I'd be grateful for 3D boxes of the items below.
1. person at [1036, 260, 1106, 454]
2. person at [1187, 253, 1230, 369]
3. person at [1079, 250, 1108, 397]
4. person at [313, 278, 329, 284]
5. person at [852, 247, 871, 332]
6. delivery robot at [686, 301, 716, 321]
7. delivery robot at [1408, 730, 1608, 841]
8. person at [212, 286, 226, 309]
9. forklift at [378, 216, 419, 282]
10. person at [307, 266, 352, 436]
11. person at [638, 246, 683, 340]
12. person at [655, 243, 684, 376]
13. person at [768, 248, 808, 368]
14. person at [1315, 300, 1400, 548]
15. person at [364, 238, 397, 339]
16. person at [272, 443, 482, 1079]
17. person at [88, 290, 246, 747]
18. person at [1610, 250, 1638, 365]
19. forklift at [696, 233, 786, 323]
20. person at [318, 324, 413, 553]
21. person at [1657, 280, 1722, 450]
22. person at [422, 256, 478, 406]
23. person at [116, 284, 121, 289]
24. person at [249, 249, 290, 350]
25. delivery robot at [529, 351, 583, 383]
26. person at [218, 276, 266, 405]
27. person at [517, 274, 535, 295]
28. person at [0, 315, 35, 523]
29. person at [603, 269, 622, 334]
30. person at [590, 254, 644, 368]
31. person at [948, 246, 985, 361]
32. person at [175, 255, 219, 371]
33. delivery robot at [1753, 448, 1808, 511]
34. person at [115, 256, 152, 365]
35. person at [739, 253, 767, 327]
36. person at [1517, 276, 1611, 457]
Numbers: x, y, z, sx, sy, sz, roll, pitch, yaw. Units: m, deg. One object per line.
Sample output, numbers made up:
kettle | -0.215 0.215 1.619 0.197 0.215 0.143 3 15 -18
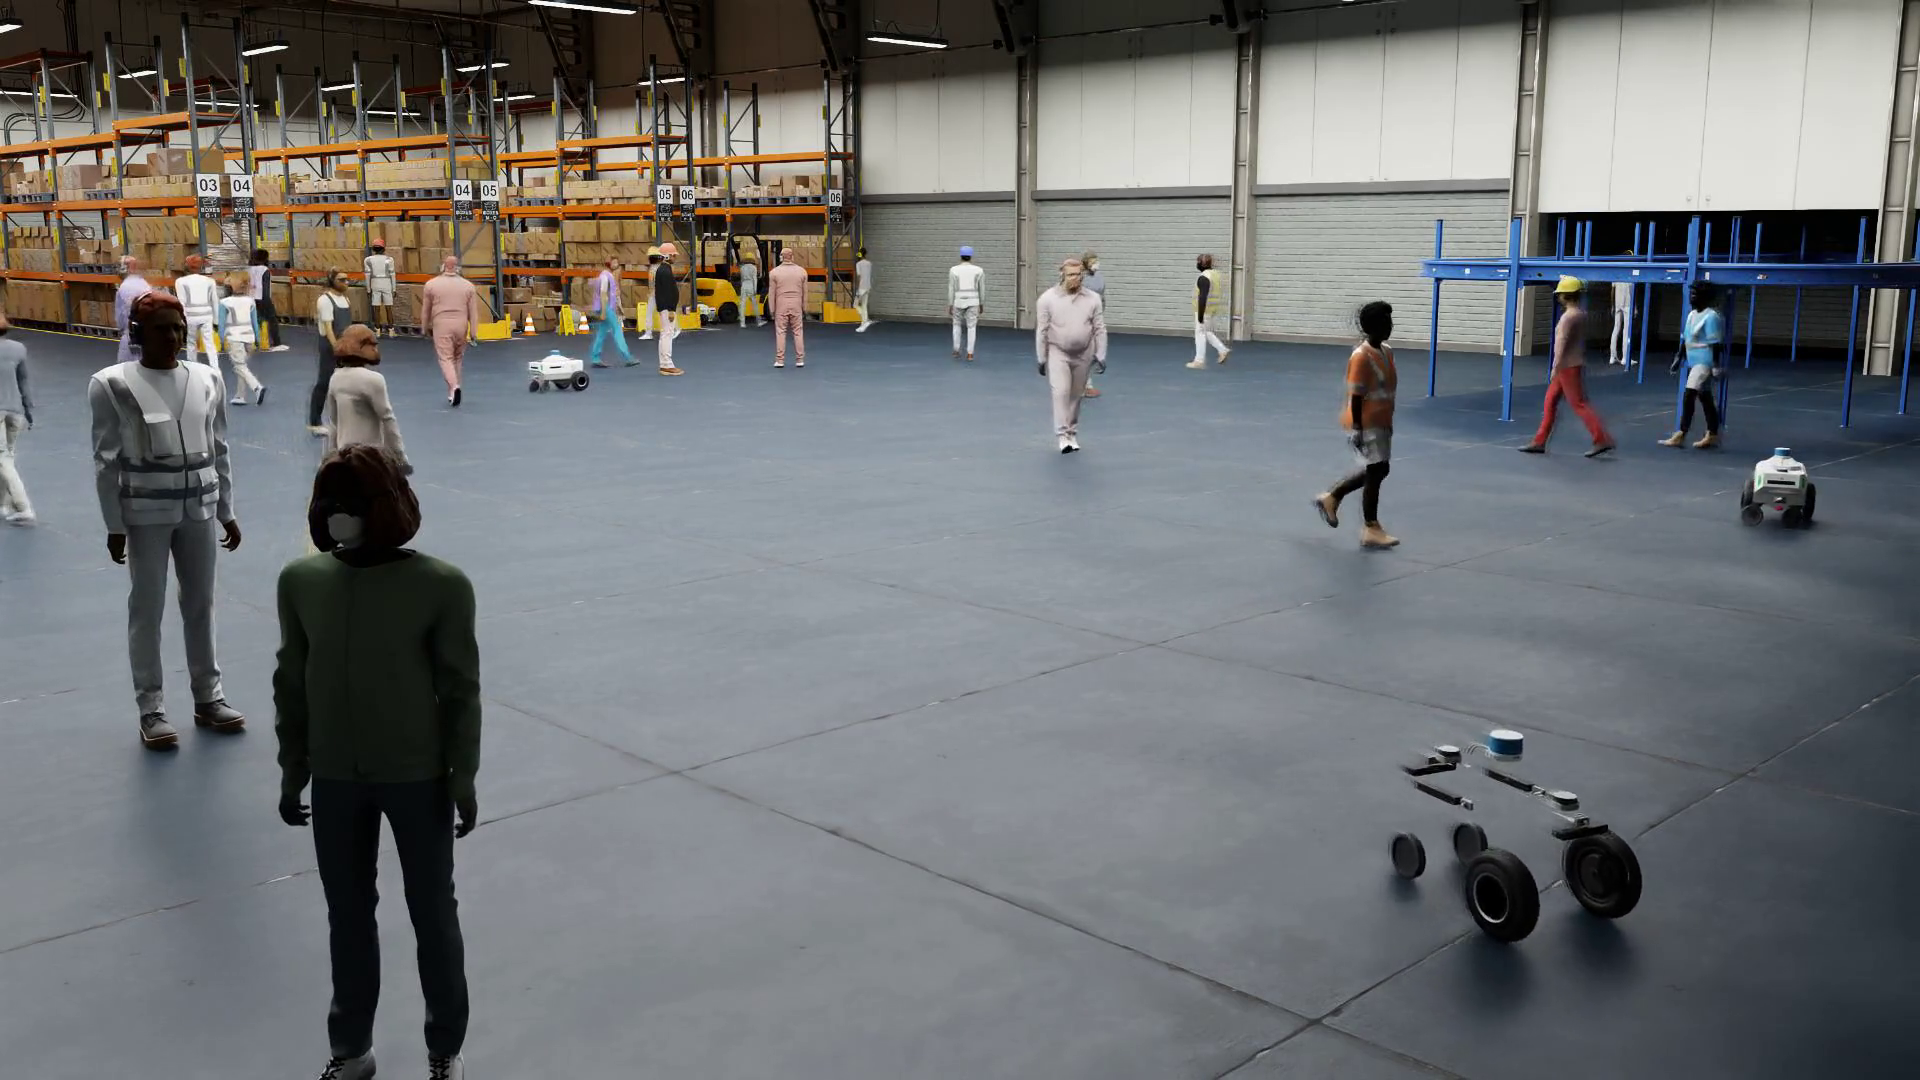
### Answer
person | 1.104 -1.767 16.155 0.651 1.864 0.934 -2 11 -12
person | 3.953 -3.643 26.465 0.579 1.830 0.640 5 12 26
person | 1.688 -2.853 21.910 0.646 1.920 0.483 -10 14 -43
person | -17.039 -6.950 44.290 0.910 1.915 0.607 7 13 34
person | -2.150 -5.502 36.544 0.405 1.853 0.547 8 13 36
delivery robot | -6.174 -5.436 39.585 0.707 0.478 0.477 6 12 29
delivery robot | 1.730 0.725 5.281 0.335 0.223 0.698 -5 11 -25
person | -16.248 -5.351 36.299 0.315 1.641 0.514 6 12 29
forklift | -17.868 -9.201 54.028 1.873 2.768 1.129 -10 14 -44
person | -6.512 -1.971 17.473 0.989 1.793 0.505 4 11 19
person | -6.114 -5.027 33.843 0.892 1.894 0.594 -7 12 -33
person | -4.445 -3.519 25.337 0.381 1.993 0.622 -4 11 -19
person | -2.779 -3.735 26.778 0.649 1.901 0.406 -3 11 -18
person | 2.761 -0.807 11.411 0.569 1.673 0.535 7 12 32
person | -11.929 -5.183 34.286 0.605 2.044 0.374 -2 11 -10
person | -1.392 0.577 3.988 0.500 1.634 0.276 1 10 4
person | -3.312 -0.097 6.989 0.355 1.882 0.576 8 13 36
person | 10.942 -3.827 27.360 0.326 1.874 0.518 -6 12 -29
forklift | -5.496 -6.489 41.108 2.313 2.155 1.214 -10 14 -44
person | -3.594 -0.490 9.929 0.509 1.592 0.859 9 14 41
person | 7.220 -1.721 16.416 0.749 1.666 0.549 1 10 5
person | -6.390 -2.631 20.894 0.656 1.861 0.903 -5 12 -27
person | -21.832 -6.646 42.608 0.637 1.924 0.439 -5 11 -24
person | -12.927 -4.426 30.638 0.615 1.875 0.934 8 13 37
delivery robot | -5.523 -2.349 22.752 0.477 0.478 0.707 10 14 43
person | -8.914 -2.470 20.679 0.723 1.615 0.522 6 12 30
person | -12.527 -7.634 47.952 0.543 1.932 0.376 -7 13 -35
person | -7.122 -0.927 12.273 0.703 1.603 0.521 5 11 24
person | -7.488 -5.267 35.835 0.308 1.645 0.514 8 13 36
person | -5.517 -3.653 26.609 0.934 1.801 0.595 -2 10 -8
person | 0.101 -4.023 28.288 0.629 1.916 0.819 -1 10 -4
person | -10.760 -3.107 23.542 0.593 1.841 0.991 -10 14 -42
delivery robot | 6.095 -0.443 12.357 0.477 0.478 0.707 5 11 25
person | -9.697 -2.366 19.406 0.931 1.862 0.669 0 10 -1
person | -4.826 -5.779 38.428 0.502 1.694 0.876 5 12 26
person | 5.890 -1.672 15.999 0.883 1.728 0.532 6 12 29
